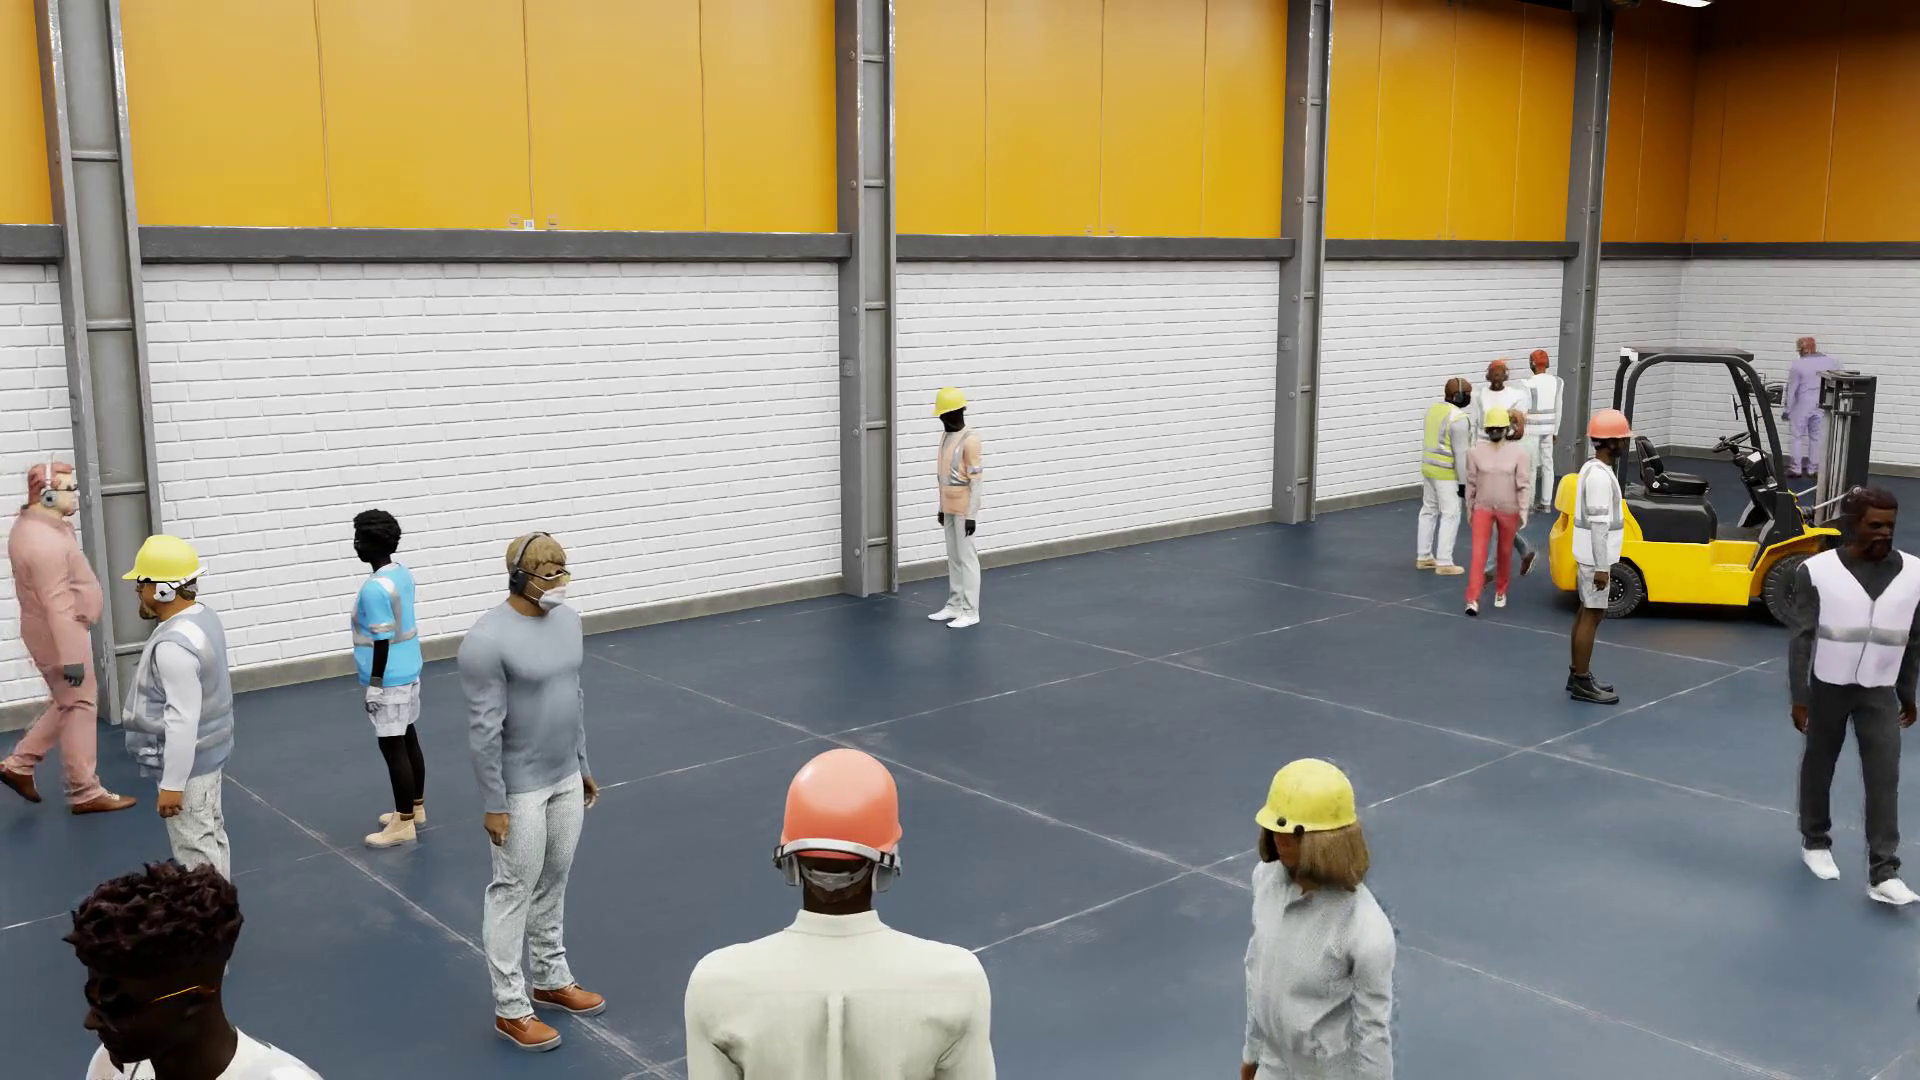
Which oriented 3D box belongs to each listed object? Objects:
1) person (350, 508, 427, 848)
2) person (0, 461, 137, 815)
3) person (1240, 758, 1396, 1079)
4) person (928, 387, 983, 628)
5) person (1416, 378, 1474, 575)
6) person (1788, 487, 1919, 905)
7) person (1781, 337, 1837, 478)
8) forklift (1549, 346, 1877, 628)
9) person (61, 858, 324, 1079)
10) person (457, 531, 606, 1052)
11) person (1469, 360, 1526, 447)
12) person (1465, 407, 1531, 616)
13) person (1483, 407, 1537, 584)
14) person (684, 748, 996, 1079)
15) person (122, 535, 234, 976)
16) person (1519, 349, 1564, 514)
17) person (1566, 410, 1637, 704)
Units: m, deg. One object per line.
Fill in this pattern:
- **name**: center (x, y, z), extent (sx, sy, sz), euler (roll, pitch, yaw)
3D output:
- **person**: center (-2.868, 0.684, 8.337), extent (0.316, 1.695, 0.542), euler (-1, 10, -4)
- **person**: center (-4.710, 0.527, 8.671), extent (0.550, 1.893, 0.670), euler (-7, 12, -34)
- **person**: center (0.961, 1.363, 4.257), extent (0.594, 1.725, 0.500), euler (-5, 11, -25)
- **person**: center (-0.030, -0.259, 13.219), extent (0.393, 1.916, 0.587), euler (-4, 11, -23)
- **person**: center (4.523, -0.593, 15.465), extent (0.437, 1.829, 0.630), euler (-2, 10, -11)
- **person**: center (4.131, 0.714, 7.594), extent (0.620, 1.885, 0.883), euler (1, 10, 7)
- **person**: center (11.241, -1.747, 22.053), extent (0.737, 1.882, 0.425), euler (0, 10, -3)
- **forklift**: center (6.109, -0.478, 13.691), extent (2.313, 2.155, 1.214), euler (3, 10, 16)
- **person**: center (-1.274, 1.483, 2.878), extent (0.611, 1.962, 0.364), euler (5, 11, 27)
- **person**: center (-1.594, 0.919, 6.269), extent (0.372, 1.937, 0.627), euler (4, 10, 22)
- **person**: center (5.758, -1.010, 17.870), extent (0.592, 1.841, 0.981), euler (3, 10, 17)
- **person**: center (4.412, -0.237, 13.691), extent (0.535, 1.711, 0.933), euler (4, 11, 23)
- **person**: center (4.978, -0.411, 15.009), extent (0.761, 1.600, 0.516), euler (-5, 11, -25)
- **person**: center (-0.233, 1.391, 3.330), extent (0.625, 1.992, 0.388), euler (-1, 10, -4)
- **person**: center (-3.171, 0.883, 6.776), extent (0.404, 1.833, 0.590), euler (-3, 10, -16)
- **person**: center (6.601, -1.236, 19.026), extent (0.573, 1.887, 0.355), euler (-3, 10, -17)
- **person**: center (4.246, 0.106, 11.014), extent (0.359, 1.937, 0.552), euler (3, 10, 16)
